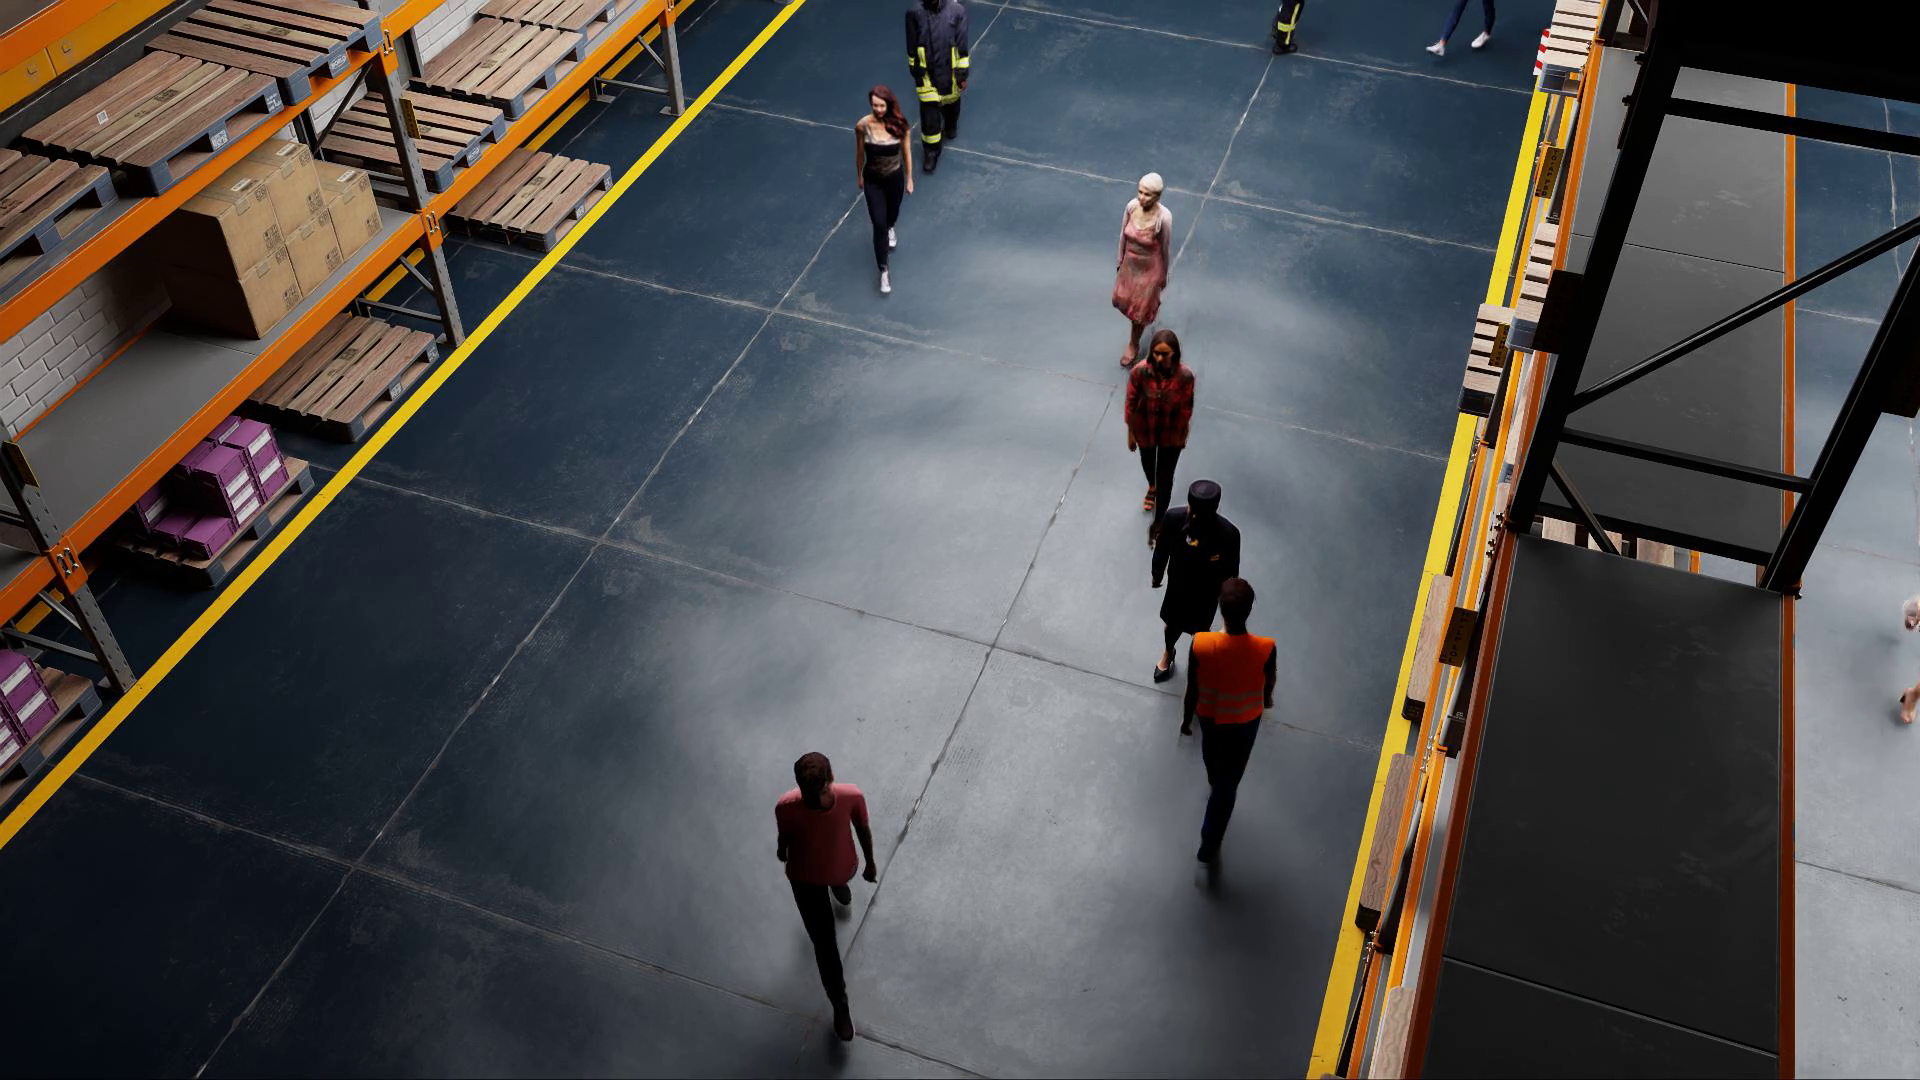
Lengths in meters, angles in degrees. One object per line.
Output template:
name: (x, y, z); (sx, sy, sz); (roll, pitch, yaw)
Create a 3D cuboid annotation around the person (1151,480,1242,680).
person: (1.481, 0.284, 10.500); (0.704, 1.671, 0.624); (17, 46, 17)

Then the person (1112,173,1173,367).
person: (1.471, -2.181, 13.086); (0.726, 1.674, 0.923); (26, 49, 24)

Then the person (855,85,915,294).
person: (-0.630, -3.047, 13.954); (0.953, 1.729, 1.264); (-3, 44, -3)

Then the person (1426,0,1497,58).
person: (5.338, -5.707, 16.749); (1.206, 1.725, 1.004); (-27, 50, -26)

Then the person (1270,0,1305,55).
person: (3.323, -5.797, 16.751); (0.962, 1.853, 0.908); (-19, 47, -19)

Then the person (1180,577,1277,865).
person: (1.533, 1.071, 9.554); (0.691, 1.837, 1.223); (12, 45, 13)

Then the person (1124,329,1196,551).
person: (1.401, -0.832, 11.671); (0.656, 1.673, 0.929); (9, 44, 9)

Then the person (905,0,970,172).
person: (-0.180, -4.383, 15.308); (0.978, 1.797, 1.260); (1, 44, 1)

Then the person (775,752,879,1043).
person: (-0.736, 1.663, 8.889); (1.236, 1.896, 1.375); (-15, 46, -15)
